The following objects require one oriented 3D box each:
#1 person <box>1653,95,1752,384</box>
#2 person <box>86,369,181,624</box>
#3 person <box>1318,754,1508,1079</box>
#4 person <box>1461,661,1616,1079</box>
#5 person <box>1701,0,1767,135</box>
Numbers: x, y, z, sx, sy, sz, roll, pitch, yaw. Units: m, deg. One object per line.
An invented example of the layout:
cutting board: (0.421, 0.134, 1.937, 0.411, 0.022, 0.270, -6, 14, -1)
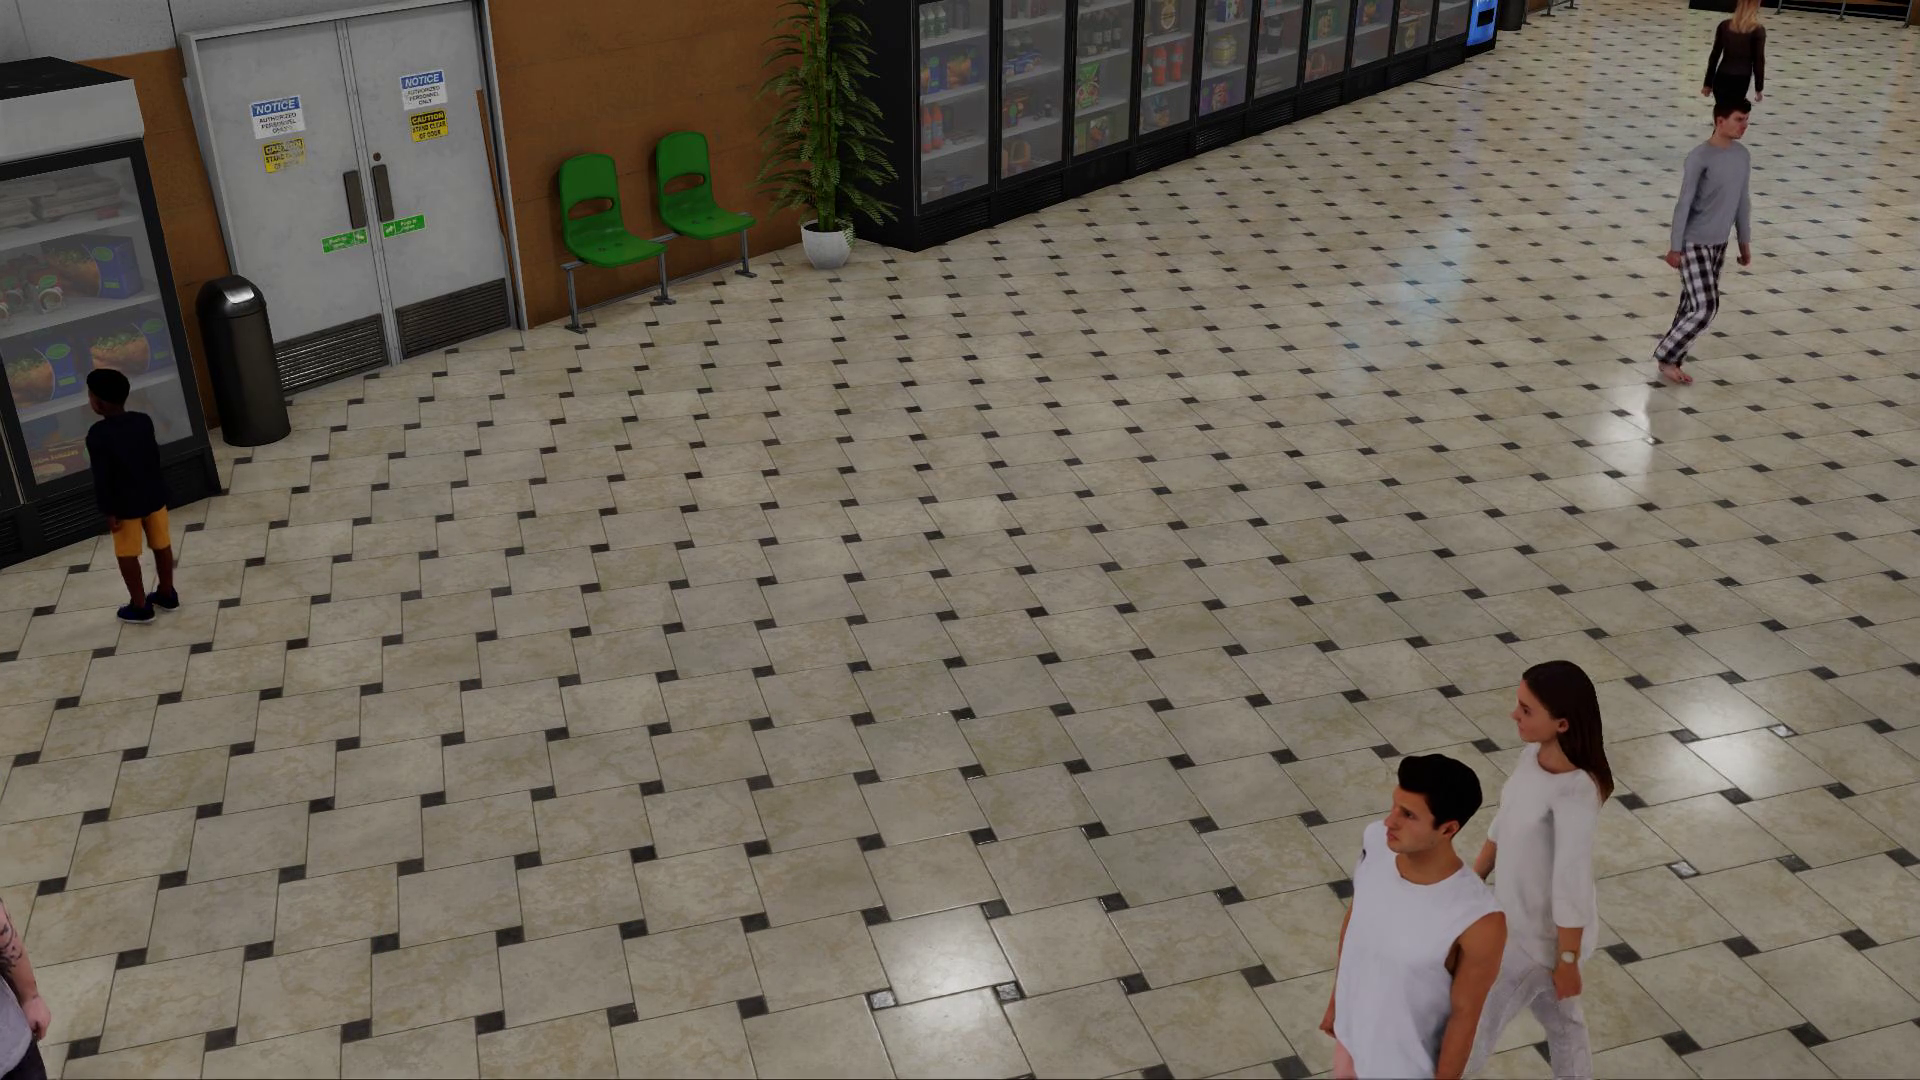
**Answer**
person: (4.679, -1.917, 10.614, 0.740, 1.836, 0.783, -13, 30, -24)
person: (-3.884, -0.209, 7.872, 0.560, 1.269, 0.554, 15, 31, 27)
person: (1.156, 1.301, 4.320, 0.791, 1.789, 0.674, -11, 29, -20)
person: (1.775, 1.114, 4.836, 1.084, 1.655, 0.926, 4, 27, 8)
person: (6.950, -4.108, 15.098, 0.787, 1.687, 0.731, -16, 31, -29)
